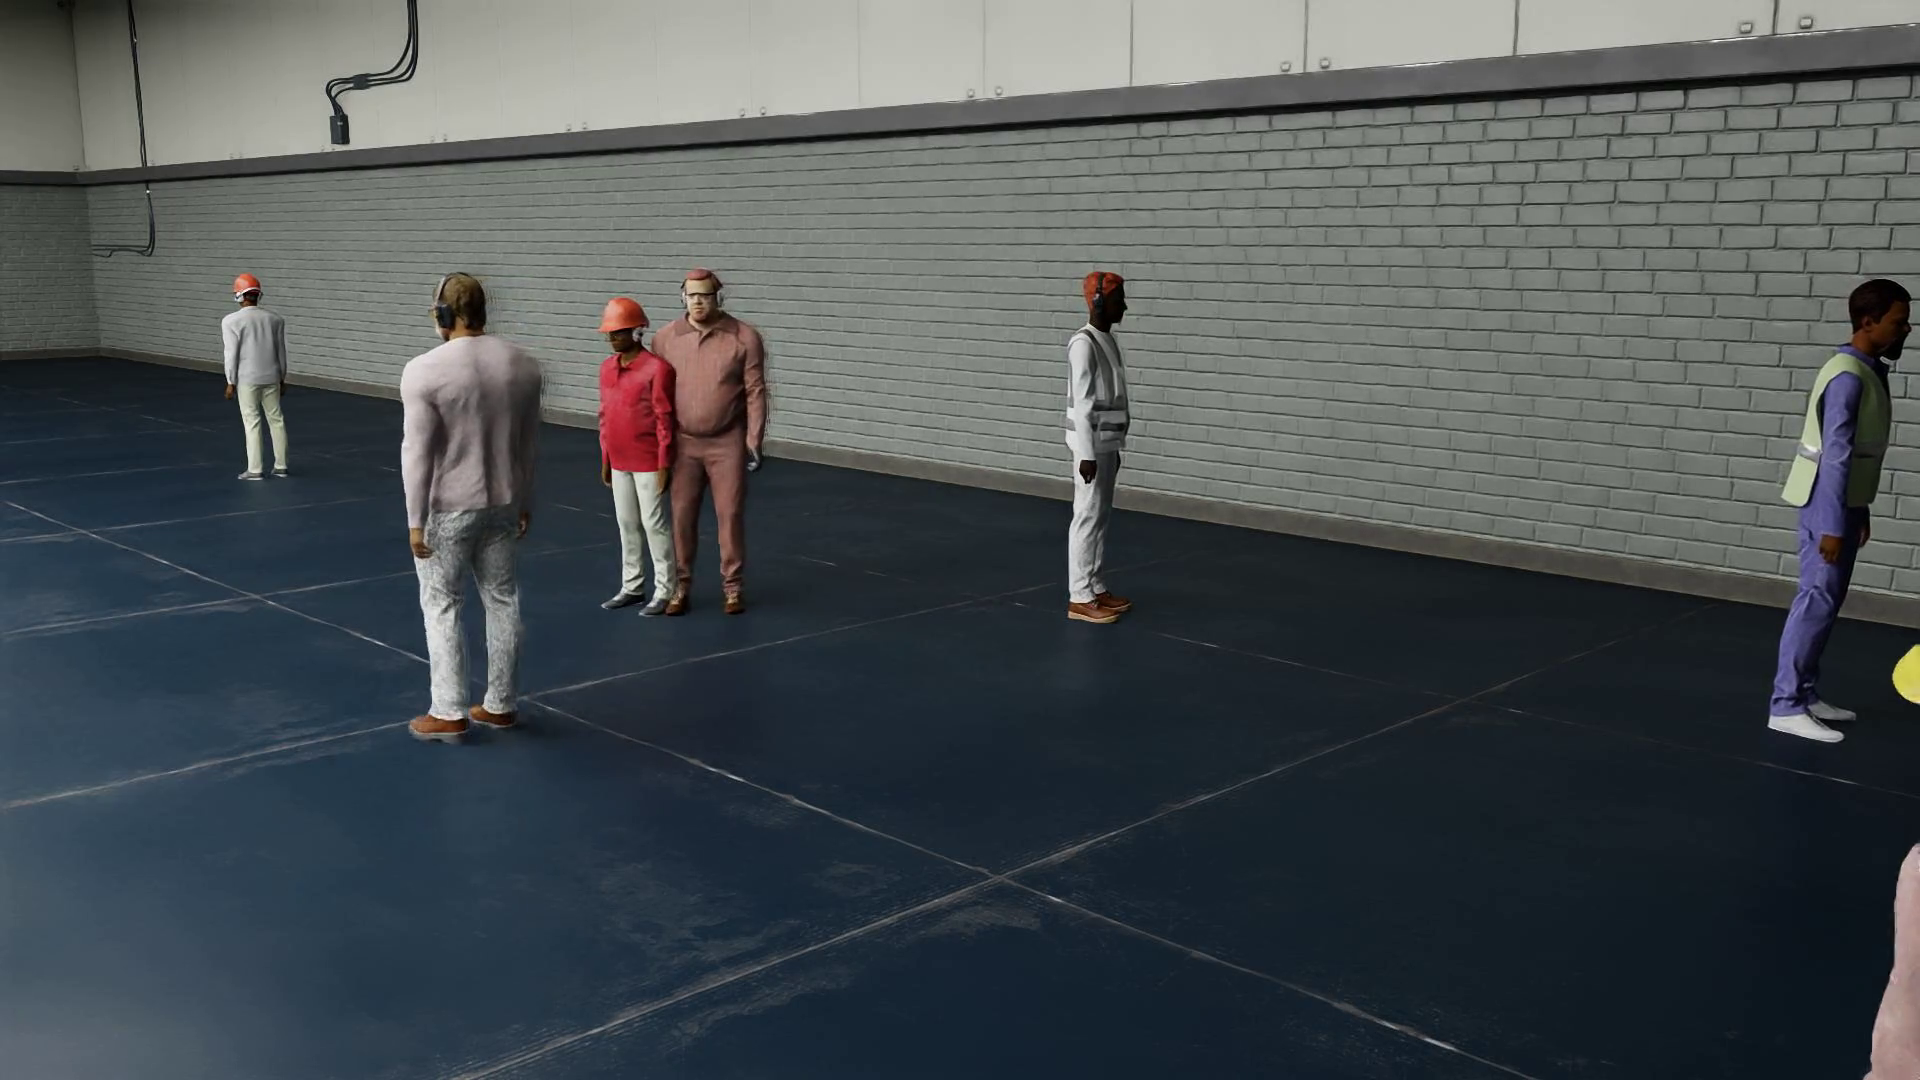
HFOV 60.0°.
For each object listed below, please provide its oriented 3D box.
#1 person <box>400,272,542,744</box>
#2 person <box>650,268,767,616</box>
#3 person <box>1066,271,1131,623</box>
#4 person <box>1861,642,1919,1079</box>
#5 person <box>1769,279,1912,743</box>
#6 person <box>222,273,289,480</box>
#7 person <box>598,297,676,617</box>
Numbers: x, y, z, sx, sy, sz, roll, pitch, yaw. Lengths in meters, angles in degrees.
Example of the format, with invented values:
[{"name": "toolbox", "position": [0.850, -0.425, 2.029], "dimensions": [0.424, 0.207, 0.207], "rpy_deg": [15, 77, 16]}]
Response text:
[{"name": "person", "position": [-2.022, -0.127, 6.862], "dimensions": [0.414, 1.933, 0.631], "rpy_deg": [9, 14, 41]}, {"name": "person", "position": [-1.391, -0.535, 9.151], "dimensions": [0.655, 1.903, 0.418], "rpy_deg": [0, 10, -1]}, {"name": "person", "position": [0.753, -0.505, 9.020], "dimensions": [0.344, 1.883, 0.584], "rpy_deg": [4, 11, 19]}, {"name": "person", "position": [1.415, 0.848, 2.106], "dimensions": [0.682, 1.730, 0.302], "rpy_deg": [-3, 11, -16]}, {"name": "person", "position": [3.640, -0.121, 6.902], "dimensions": [0.409, 1.905, 0.605], "rpy_deg": [7, 13, 35]}, {"name": "person", "position": [-6.024, -1.390, 14.203], "dimensions": [0.340, 1.752, 0.564], "rpy_deg": [8, 13, 36]}, {"name": "person", "position": [-1.791, -0.452, 9.123], "dimensions": [0.572, 1.743, 0.352], "rpy_deg": [8, 13, 38]}]
